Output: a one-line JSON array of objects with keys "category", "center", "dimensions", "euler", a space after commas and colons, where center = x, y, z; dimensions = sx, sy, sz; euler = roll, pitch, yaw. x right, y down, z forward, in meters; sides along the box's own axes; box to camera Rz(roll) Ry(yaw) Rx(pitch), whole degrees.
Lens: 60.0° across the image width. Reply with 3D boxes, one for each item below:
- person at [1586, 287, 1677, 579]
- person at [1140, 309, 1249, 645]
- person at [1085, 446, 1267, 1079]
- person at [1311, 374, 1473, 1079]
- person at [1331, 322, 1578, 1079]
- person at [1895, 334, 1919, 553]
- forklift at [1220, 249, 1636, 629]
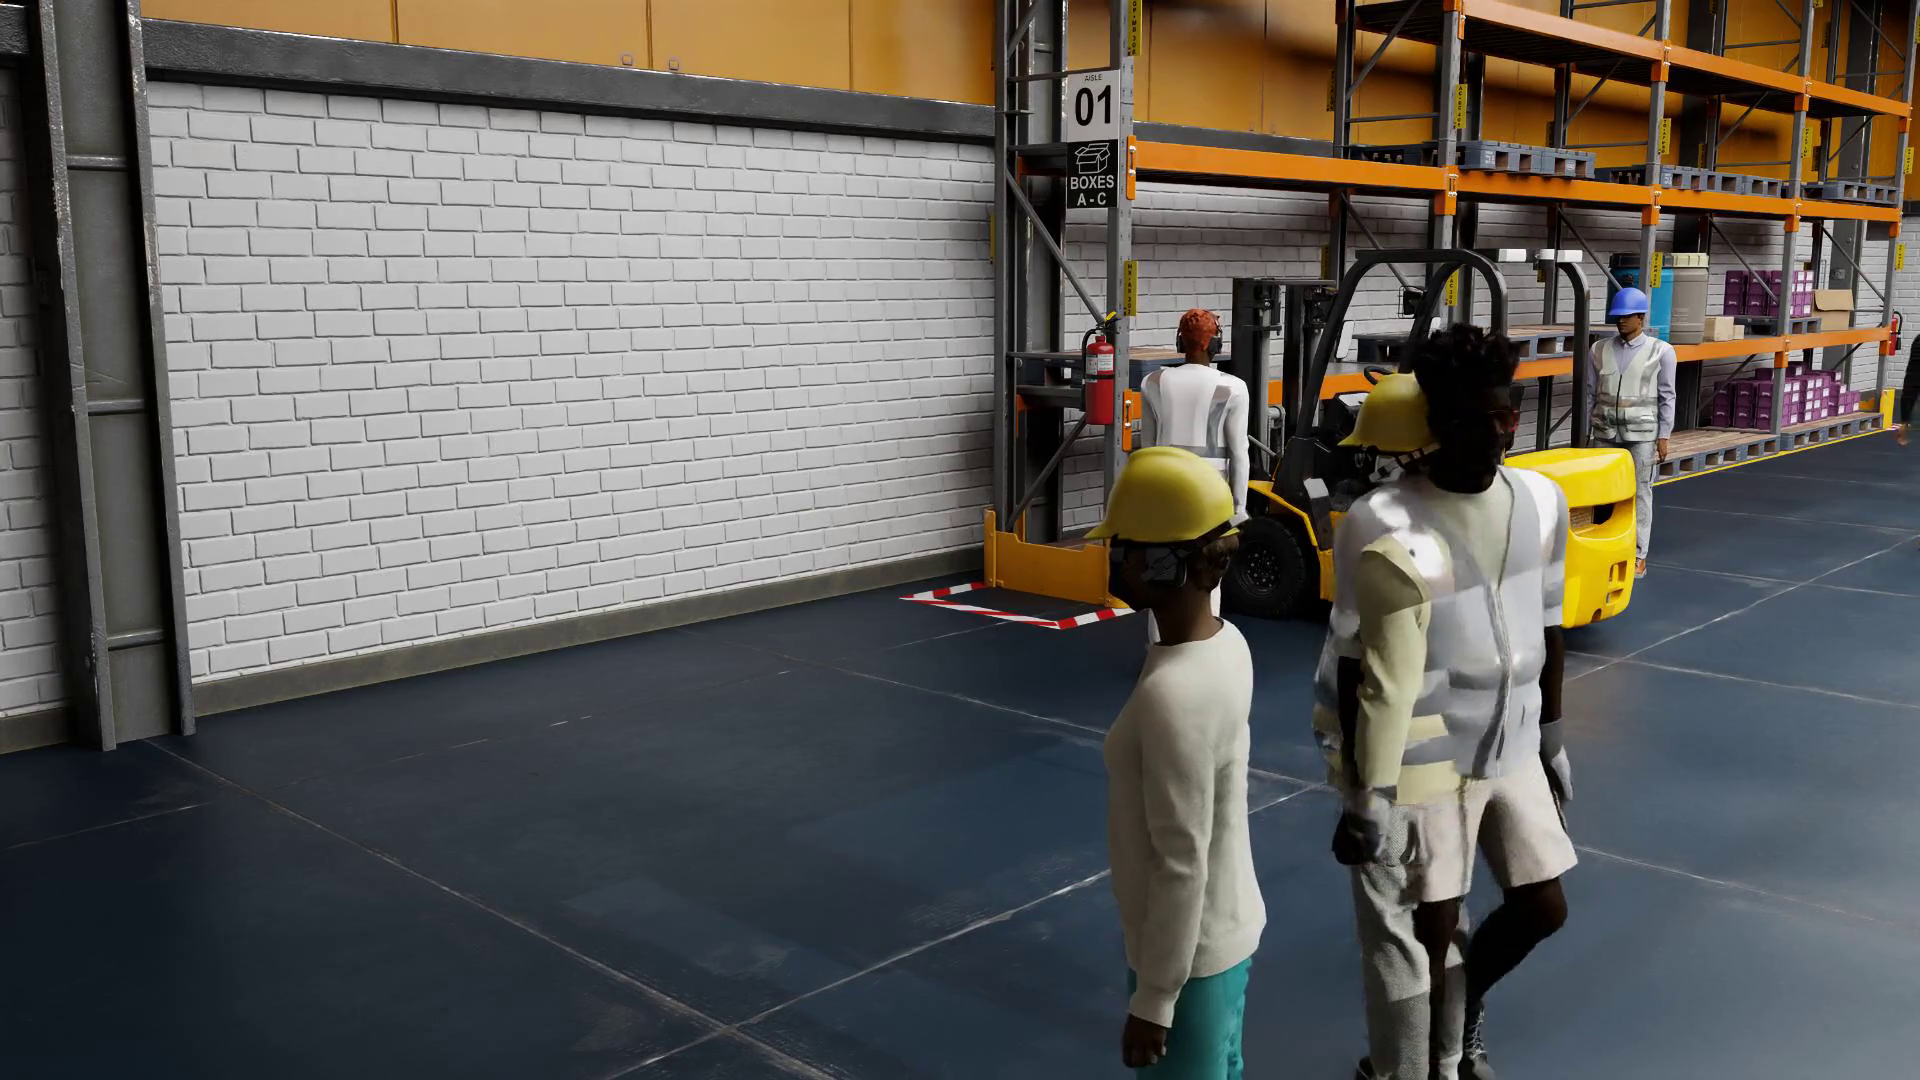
[{"category": "person", "center": [4.464, -0.715, 11.180], "dimensions": [0.615, 1.945, 0.405], "euler": [8, 12, 42]}, {"category": "person", "center": [1.164, -0.208, 8.309], "dimensions": [0.568, 1.879, 0.352], "euler": [5, 10, 26]}, {"category": "person", "center": [0.373, 0.716, 2.964], "dimensions": [0.329, 1.767, 0.529], "euler": [3, 10, 17]}, {"category": "person", "center": [1.030, 0.529, 3.903], "dimensions": [0.403, 1.831, 0.597], "euler": [7, 12, 36]}, {"category": "person", "center": [1.154, 0.484, 3.797], "dimensions": [0.667, 1.953, 0.482], "euler": [-4, 10, -21]}, {"category": "person", "center": [7.130, -0.861, 11.993], "dimensions": [0.447, 1.980, 0.631], "euler": [-8, 12, -39]}, {"category": "forklift", "center": [2.710, -0.584, 9.626], "dimensions": [2.313, 2.155, 1.214], "euler": [9, 13, 43]}]
